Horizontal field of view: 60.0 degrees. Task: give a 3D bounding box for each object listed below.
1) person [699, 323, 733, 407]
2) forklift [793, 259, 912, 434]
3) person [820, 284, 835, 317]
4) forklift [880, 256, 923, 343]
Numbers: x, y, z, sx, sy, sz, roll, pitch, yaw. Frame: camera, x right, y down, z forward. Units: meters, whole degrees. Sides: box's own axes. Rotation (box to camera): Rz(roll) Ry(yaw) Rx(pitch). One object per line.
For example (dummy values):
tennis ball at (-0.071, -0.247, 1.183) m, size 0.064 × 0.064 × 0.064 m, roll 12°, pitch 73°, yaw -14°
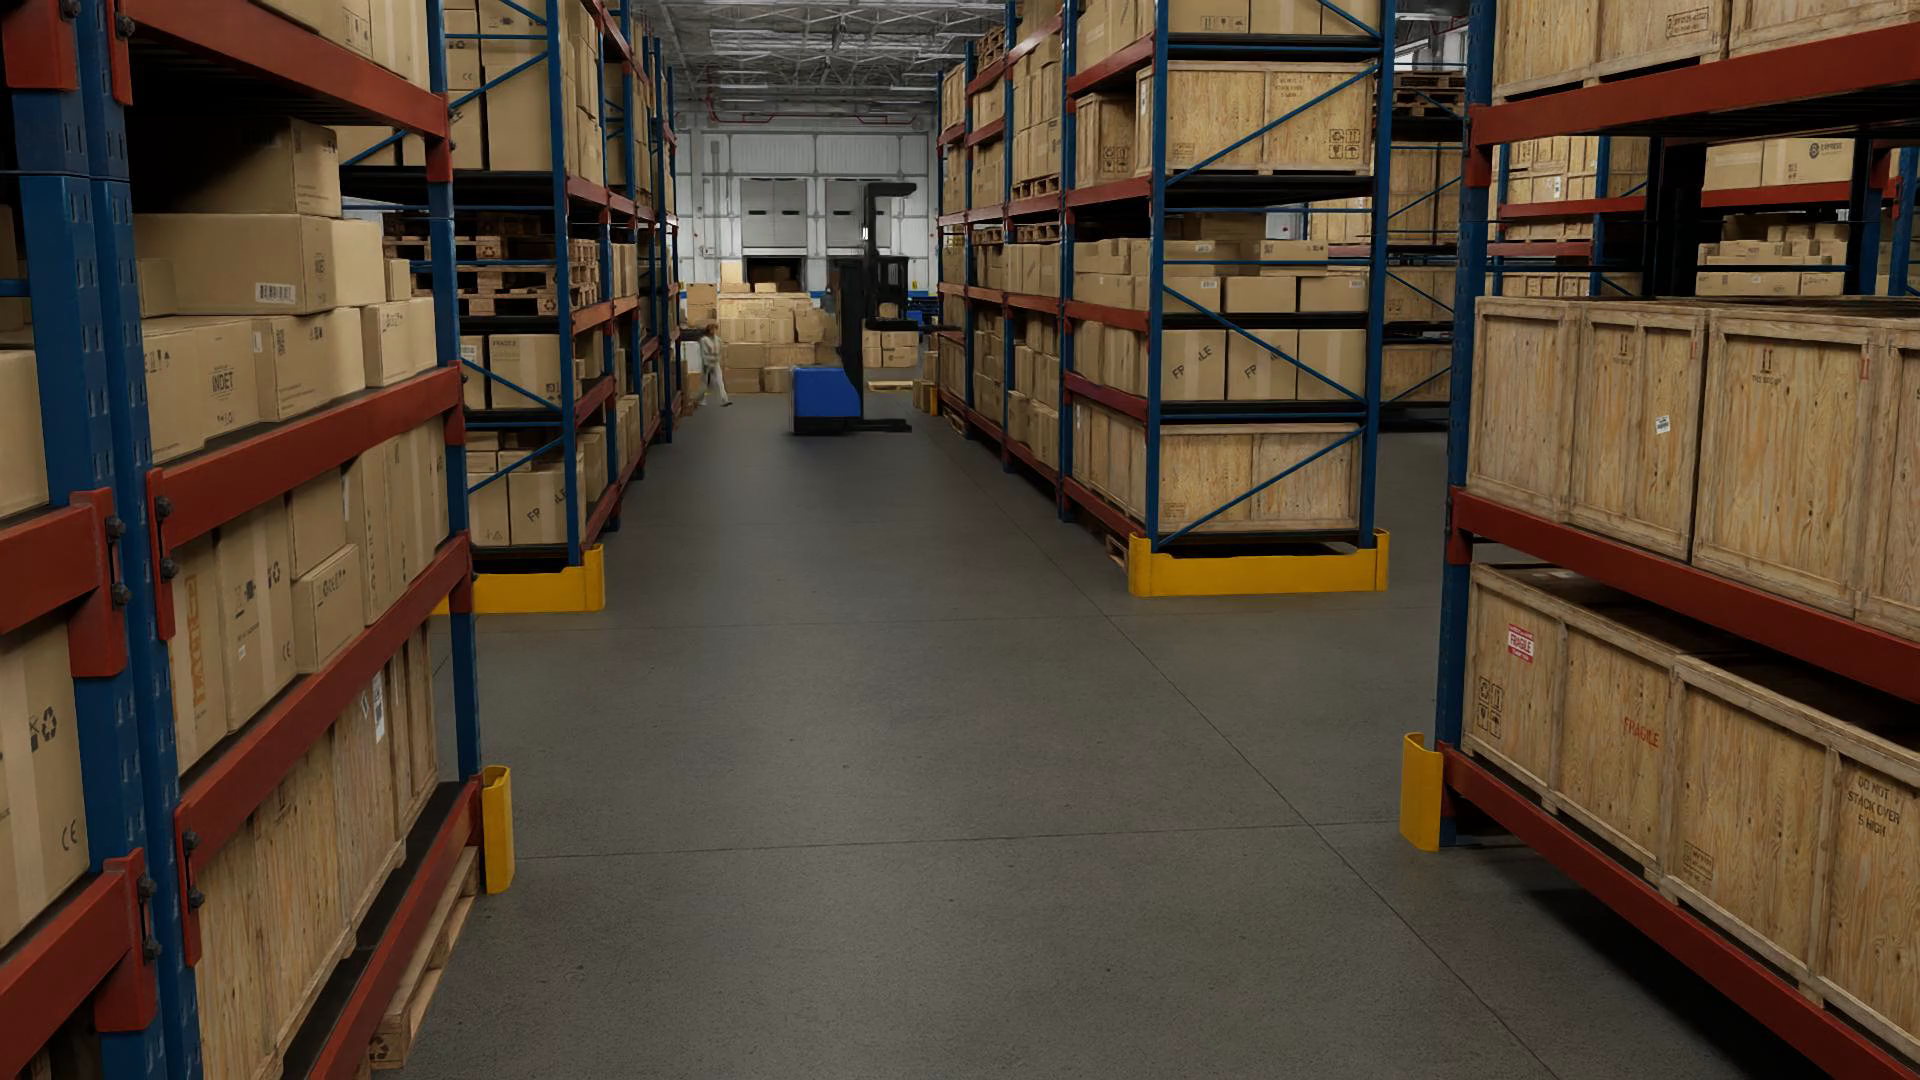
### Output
person at (-4.721, -3.327, 31.688) m, size 0.528 × 1.580 × 0.878 m, roll -9°, pitch 14°, yaw -44°
forklift at (-1.771, -3.151, 26.911) m, size 1.873 × 2.768 × 1.129 m, roll -1°, pitch 10°, yaw -7°
person at (-4.279, -7.428, 54.573) m, size 0.639 × 1.932 × 0.364 m, roll 0°, pitch 10°, yaw 1°
forklift at (-2.114, -7.817, 54.072) m, size 1.129 × 2.768 × 1.873 m, roll -6°, pitch 12°, yaw -33°
